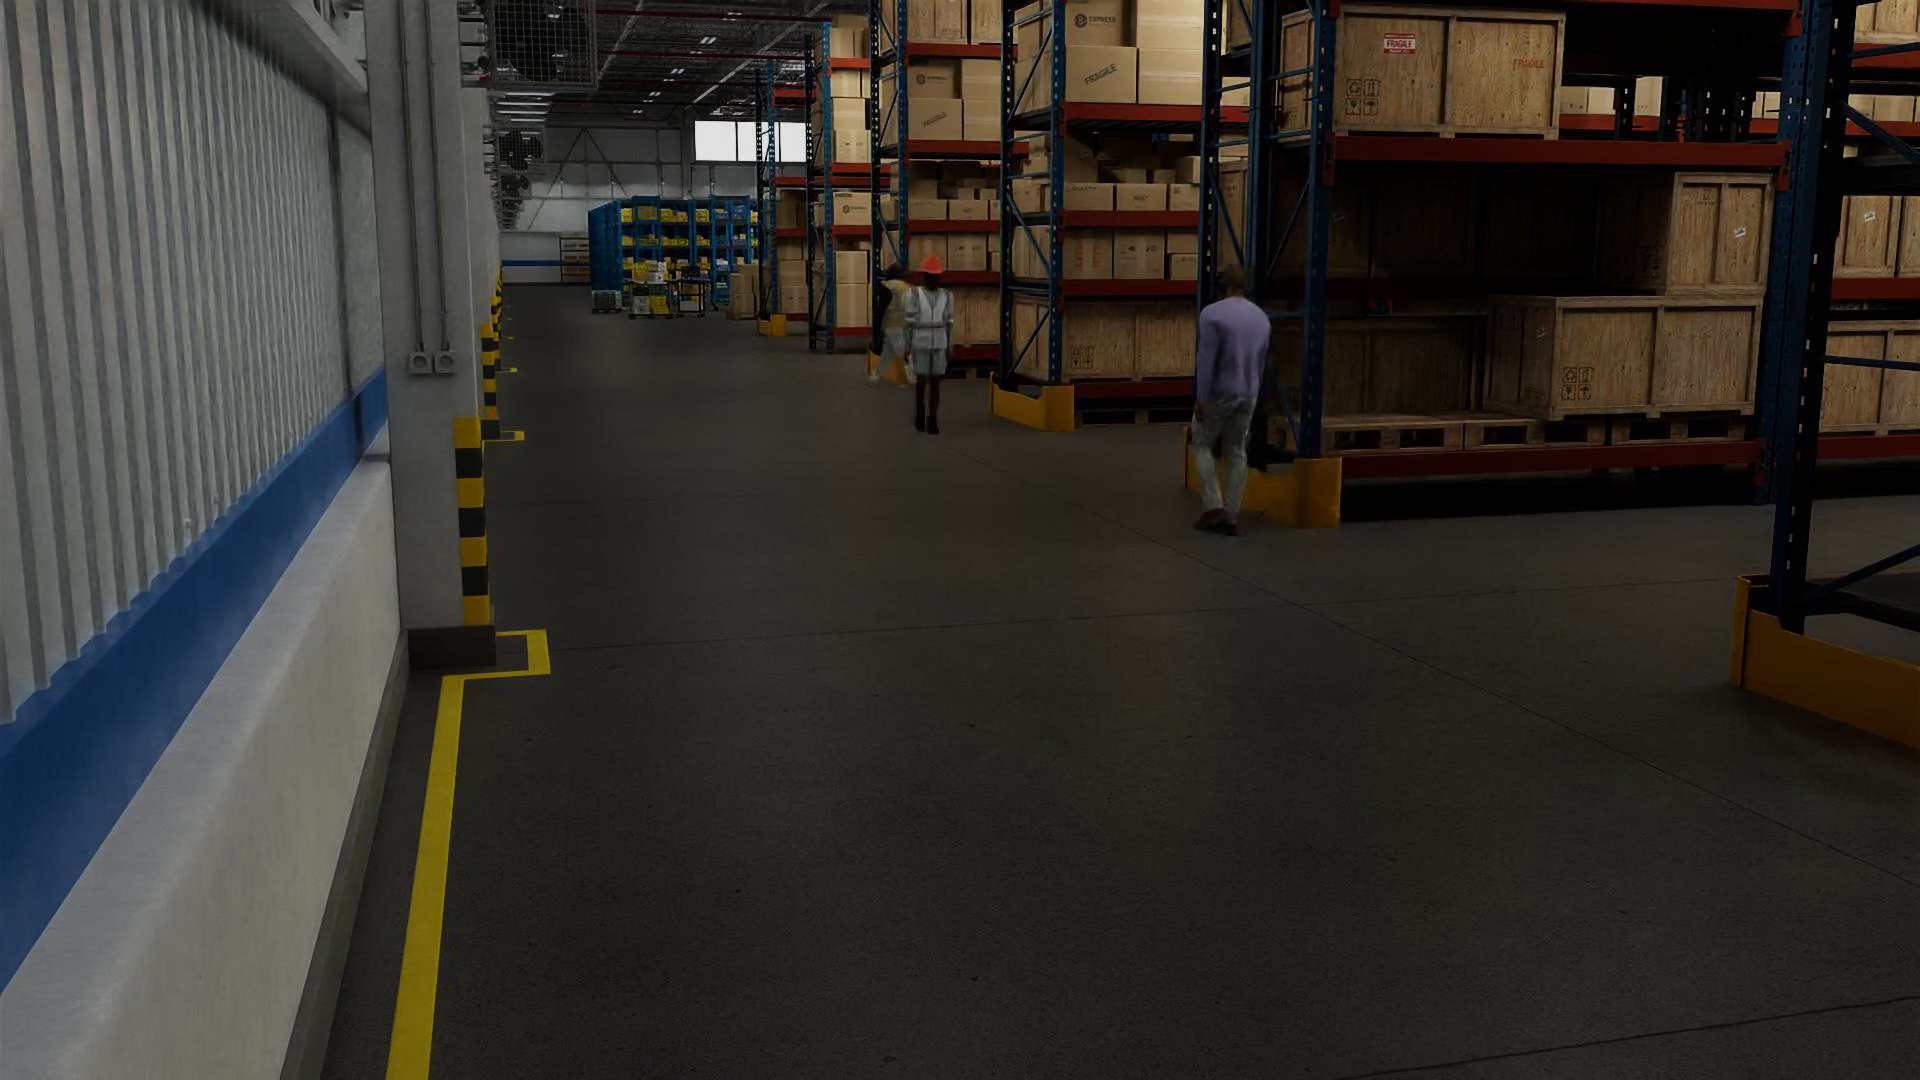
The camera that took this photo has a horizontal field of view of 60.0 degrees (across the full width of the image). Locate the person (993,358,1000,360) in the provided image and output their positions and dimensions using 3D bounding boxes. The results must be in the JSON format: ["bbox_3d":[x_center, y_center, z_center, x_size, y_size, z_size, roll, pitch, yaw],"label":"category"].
[{"bbox_3d":[0.483,-3.825,28.260,0.624,1.738,0.563,-4,11,-22],"label":"person"}]

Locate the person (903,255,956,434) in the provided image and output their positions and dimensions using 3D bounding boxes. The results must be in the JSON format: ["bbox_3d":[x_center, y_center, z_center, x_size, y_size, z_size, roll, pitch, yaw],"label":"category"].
[{"bbox_3d":[-0.318,-2.089,17.906,0.577,1.924,0.399,-3,10,-16],"label":"person"}]

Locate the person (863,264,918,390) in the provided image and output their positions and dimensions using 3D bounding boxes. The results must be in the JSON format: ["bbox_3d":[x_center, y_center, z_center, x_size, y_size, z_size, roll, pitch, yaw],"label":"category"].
[{"bbox_3d":[-0.960,-3.008,23.575,0.987,1.772,0.694,5,11,27],"label":"person"}]

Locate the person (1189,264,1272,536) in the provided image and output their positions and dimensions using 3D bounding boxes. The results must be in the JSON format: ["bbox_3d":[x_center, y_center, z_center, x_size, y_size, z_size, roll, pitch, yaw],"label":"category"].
[{"bbox_3d":[1.892,-0.978,11.688,0.673,1.898,0.473,-5,11,-28],"label":"person"}]
